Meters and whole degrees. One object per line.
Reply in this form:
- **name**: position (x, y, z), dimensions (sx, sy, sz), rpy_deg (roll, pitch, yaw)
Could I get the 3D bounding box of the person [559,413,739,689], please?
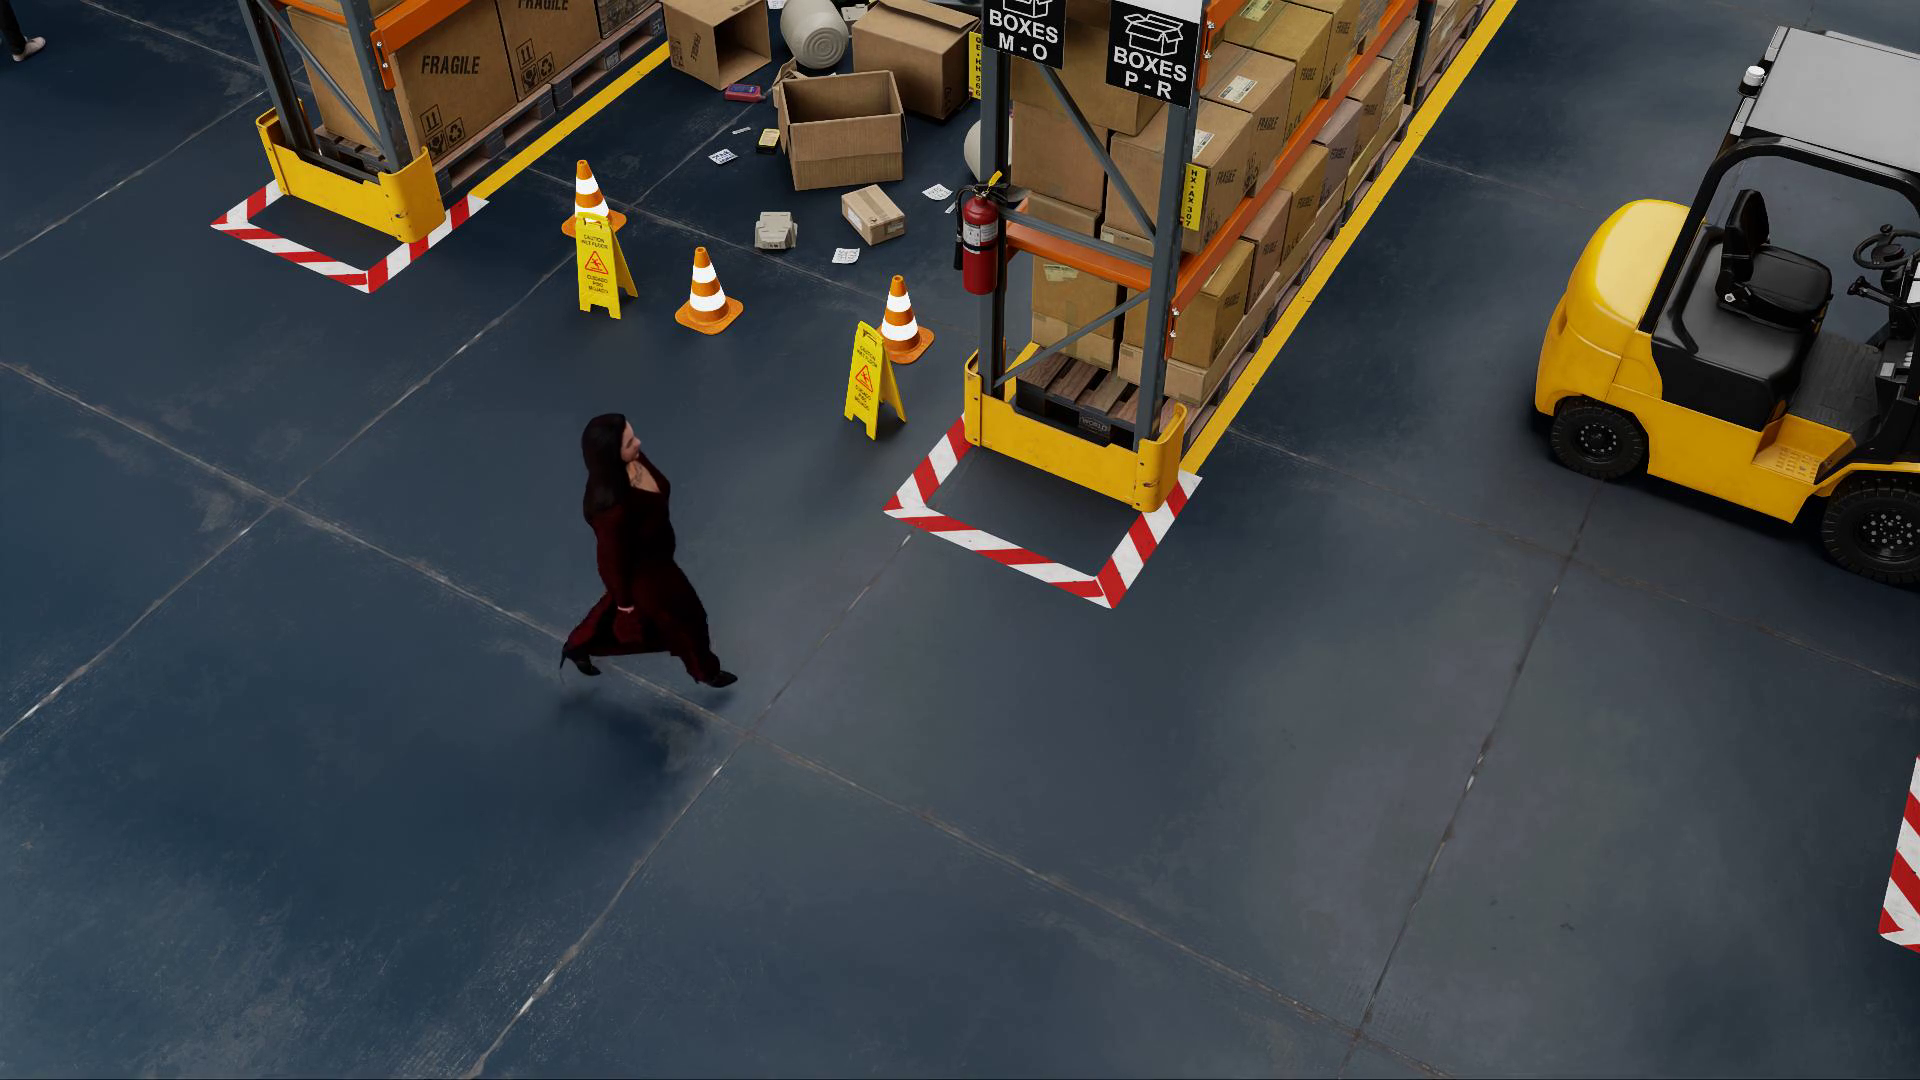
- **person**: position (-1.504, 0.108, 7.296), dimensions (1.097, 1.725, 1.101), rpy_deg (-5, 47, -5)
